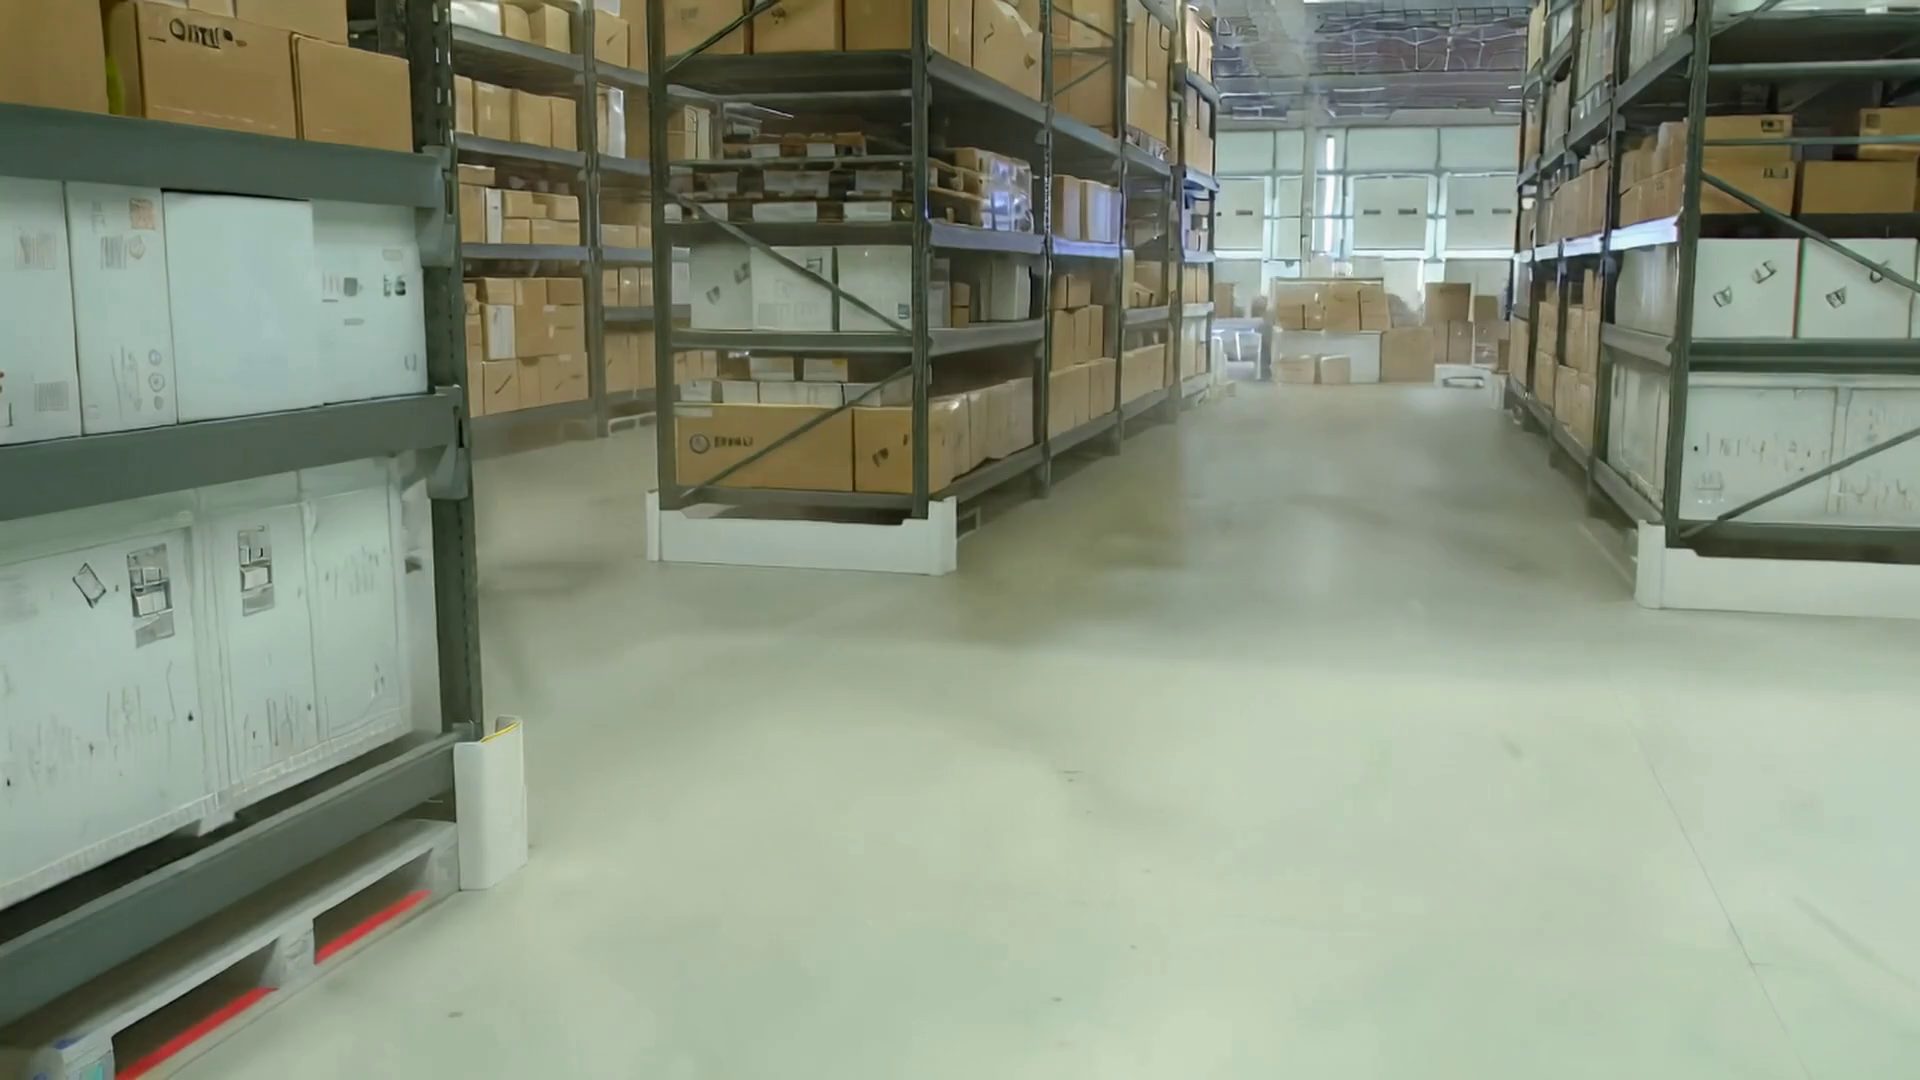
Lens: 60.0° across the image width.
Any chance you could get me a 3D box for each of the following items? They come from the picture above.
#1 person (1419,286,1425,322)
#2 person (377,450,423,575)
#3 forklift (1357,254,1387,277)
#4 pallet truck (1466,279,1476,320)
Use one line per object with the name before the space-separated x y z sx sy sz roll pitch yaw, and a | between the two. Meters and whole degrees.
person | 11.957 -5.663 42.855 0.997 1.903 0.636 5 10 27
person | -3.928 -0.701 11.319 0.645 1.905 0.400 8 12 40
forklift | 13.702 -8.146 55.528 1.129 2.768 1.873 8 12 43
pallet truck | 18.896 -8.459 60.307 1.885 1.965 0.823 5 10 31
